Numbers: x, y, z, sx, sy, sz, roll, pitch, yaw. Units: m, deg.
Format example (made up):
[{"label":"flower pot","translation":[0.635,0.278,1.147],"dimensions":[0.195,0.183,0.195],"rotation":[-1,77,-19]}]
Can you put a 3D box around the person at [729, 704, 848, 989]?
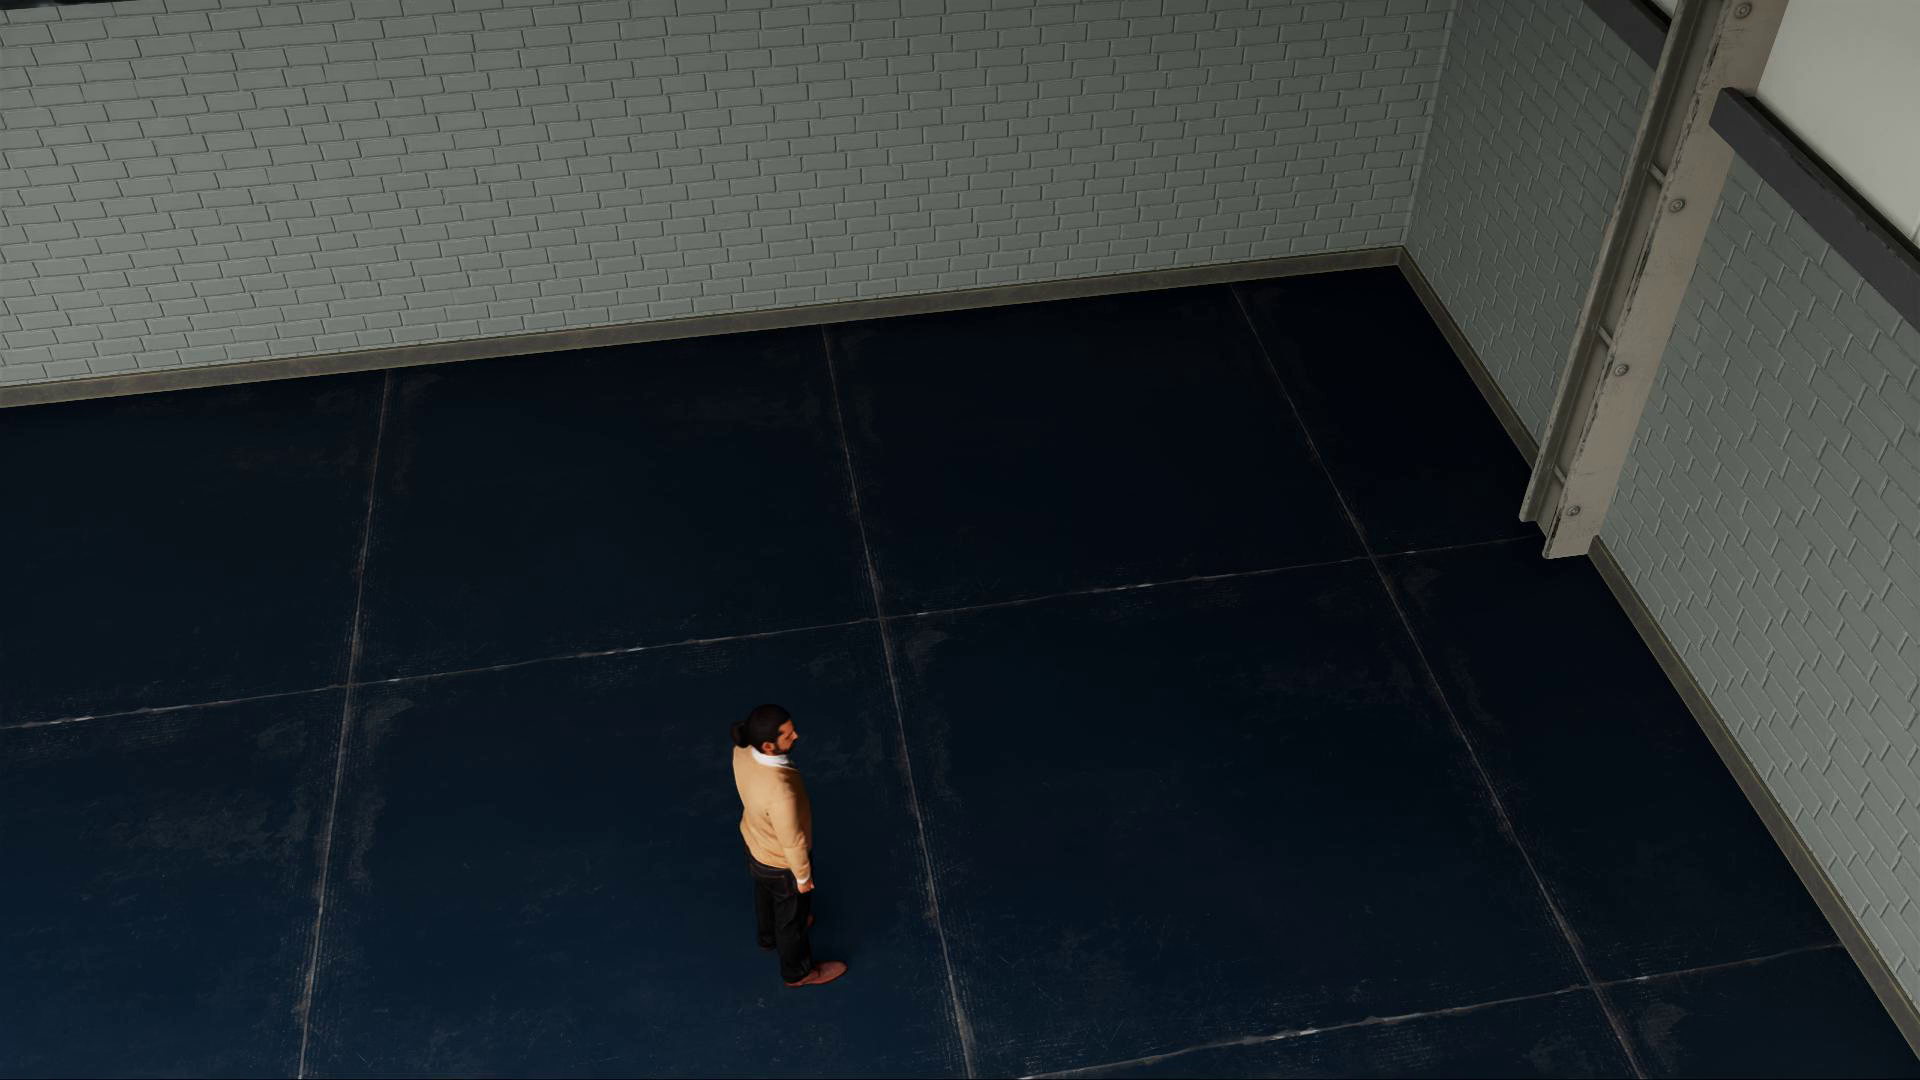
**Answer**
[{"label":"person","translation":[-0.815,1.367,7.419],"dimensions":[0.790,1.752,0.646],"rotation":[-20,47,-20]}]
